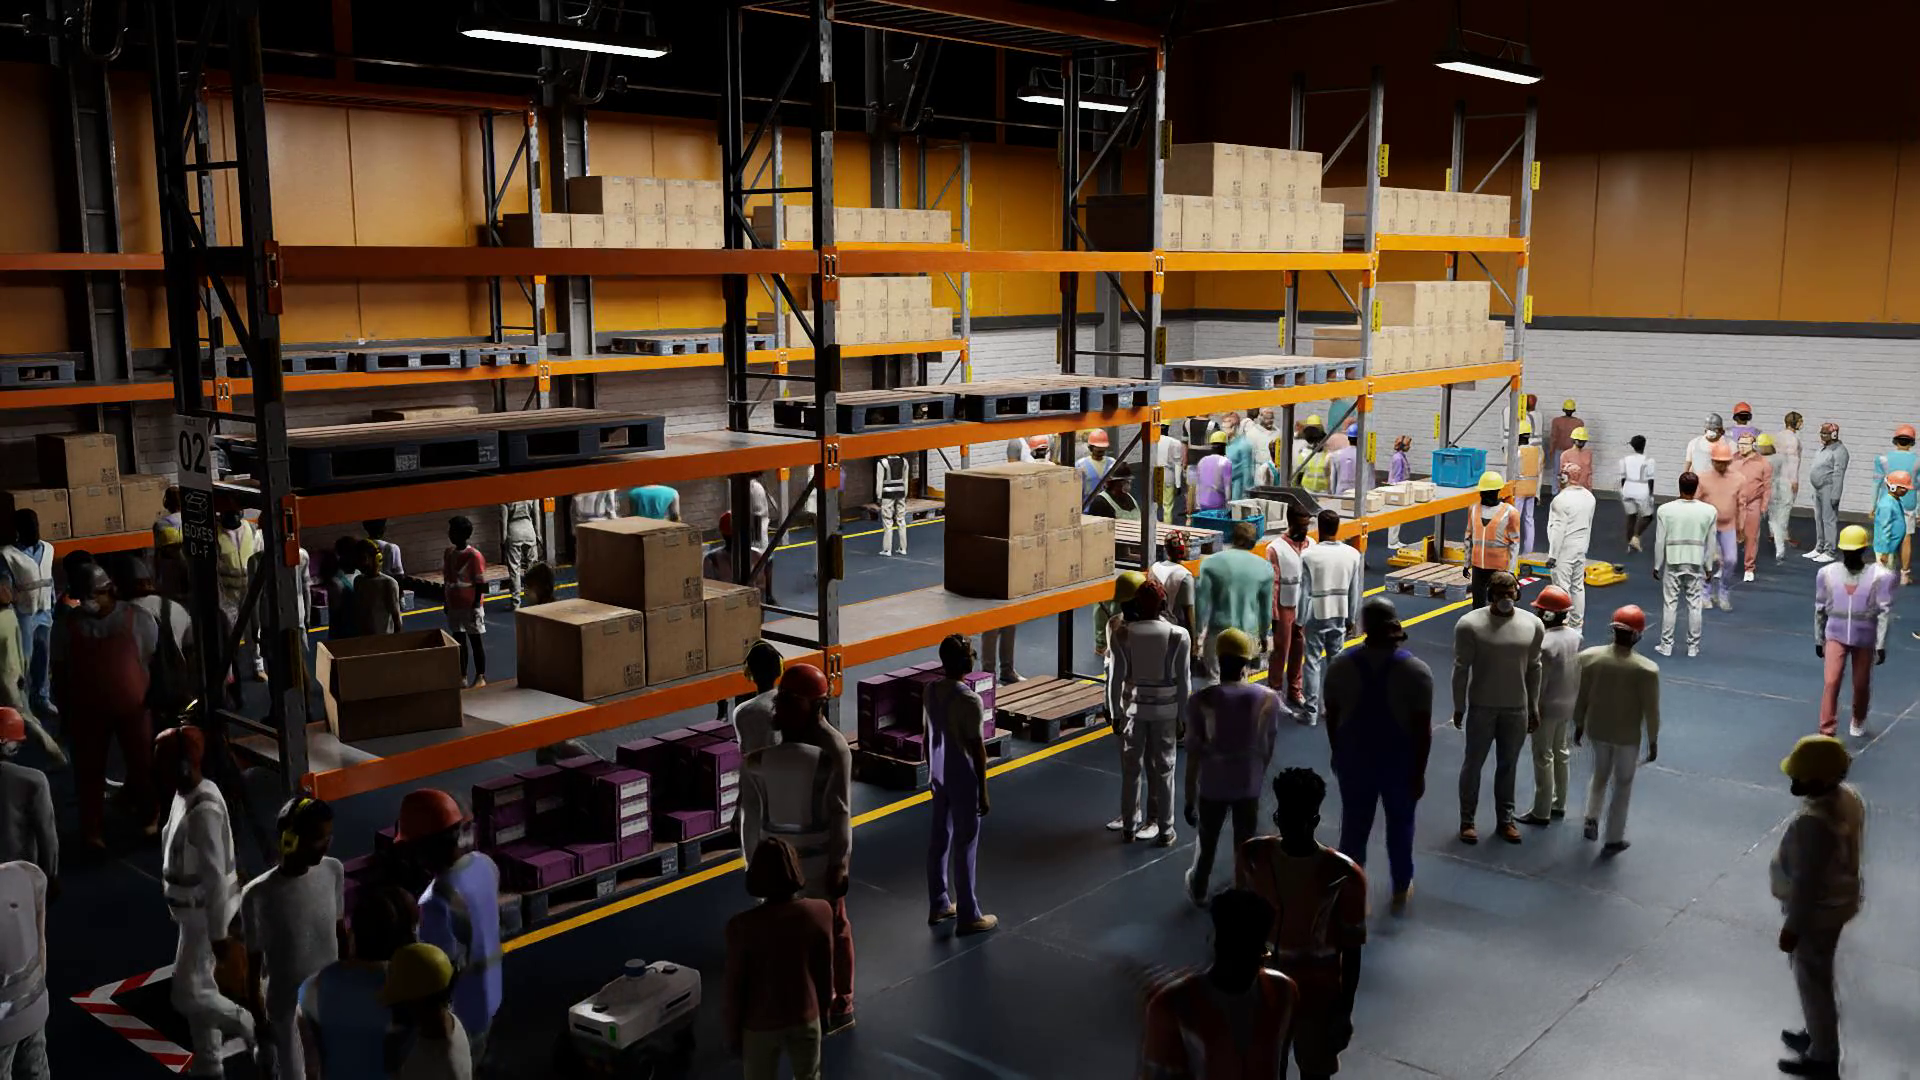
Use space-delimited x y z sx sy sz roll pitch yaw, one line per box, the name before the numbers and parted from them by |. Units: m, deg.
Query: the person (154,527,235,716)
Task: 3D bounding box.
person | -6.849 0.726 14.845 0.560 1.736 0.556 6 11 31

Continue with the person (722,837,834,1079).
person | -0.775 2.074 7.146 0.502 1.627 0.277 -5 11 -27

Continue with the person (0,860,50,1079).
person | -3.956 1.978 6.783 0.403 1.937 0.604 1 10 6

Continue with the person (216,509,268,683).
person | -6.949 0.491 15.988 0.628 1.836 0.430 -7 12 -38

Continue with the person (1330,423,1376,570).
person | 5.175 -0.563 21.920 0.605 1.948 0.384 6 11 31

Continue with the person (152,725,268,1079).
person | -3.644 1.796 8.062 0.502 1.870 0.589 -5 11 -28

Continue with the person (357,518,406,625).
person | -5.568 0.563 15.953 0.532 1.696 0.319 1 10 7

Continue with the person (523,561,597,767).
person | -2.930 1.084 12.163 0.607 1.922 0.637 -8 13 -41

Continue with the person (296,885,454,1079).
person | -2.107 2.164 6.029 0.655 1.826 0.645 3 10 19

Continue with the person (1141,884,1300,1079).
person | 0.903 2.124 6.008 0.623 1.917 1.026 -3 10 -15

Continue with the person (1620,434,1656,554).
person | 9.421 -0.628 23.110 0.376 1.669 0.559 -6 11 -30

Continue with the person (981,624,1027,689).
person | 0.421 0.466 15.893 0.409 1.910 0.651 8 12 39

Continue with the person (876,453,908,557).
person | -0.932 -0.584 23.003 0.509 1.629 0.315 -7 12 -37

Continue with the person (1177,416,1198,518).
person | 3.668 -1.302 26.404 0.386 1.929 0.543 -4 11 -25

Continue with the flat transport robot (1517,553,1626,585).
flat transport robot | 7.756 0.353 21.447 0.652 0.197 1.431 -8 13 -41

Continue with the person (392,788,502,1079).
person | -2.059 1.962 6.969 0.571 1.906 0.555 2 10 11

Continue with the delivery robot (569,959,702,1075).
delivery robot | -1.626 2.355 8.371 0.477 0.478 0.707 6 11 31

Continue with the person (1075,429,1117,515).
person | 1.681 -0.353 20.437 0.608 2.033 0.427 -3 10 -18

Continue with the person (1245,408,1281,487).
person | 4.571 -1.036 24.920 0.648 1.896 0.400 -6 11 -30

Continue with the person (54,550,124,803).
person | -6.606 1.021 12.555 0.391 1.919 0.590 -2 10 -13

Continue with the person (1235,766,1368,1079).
person | 1.408 1.913 7.081 0.606 1.967 0.367 6 11 32

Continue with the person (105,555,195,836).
person | -5.912 1.072 11.883 1.022 2.000 0.697 3 10 19

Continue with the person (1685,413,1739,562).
person | 10.180 -0.726 22.619 0.681 2.000 0.535 8 12 40

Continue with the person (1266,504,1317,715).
person | 2.983 0.614 15.024 0.597 1.909 0.405 -7 12 -36

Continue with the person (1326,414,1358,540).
person | 5.536 -0.868 23.965 0.770 1.885 0.642 -8 12 -38

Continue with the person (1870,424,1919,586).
person | 11.826 -0.448 20.959 0.614 2.040 0.394 6 11 32

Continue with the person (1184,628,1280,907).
person | 1.623 1.463 10.069 0.583 1.863 1.030 0 10 -1

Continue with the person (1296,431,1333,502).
person | 5.086 -0.748 23.809 0.588 1.675 0.423 2 10 14

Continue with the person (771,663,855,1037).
person | -0.784 1.619 8.794 0.408 1.986 0.617 -6 11 -33

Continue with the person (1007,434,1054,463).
person | 1.014 -0.830 23.241 0.690 2.000 0.541 -3 10 -16

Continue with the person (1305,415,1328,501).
person | 5.422 -1.050 25.478 0.483 1.737 0.320 -6 11 -34

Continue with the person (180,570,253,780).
person | -5.638 1.078 12.519 0.558 1.832 0.779 3 10 18

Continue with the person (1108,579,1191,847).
person | 1.321 1.203 11.593 0.575 1.880 0.359 3 10 15

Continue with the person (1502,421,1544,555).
person | 7.593 -0.643 22.510 0.588 1.917 0.400 -3 10 -20

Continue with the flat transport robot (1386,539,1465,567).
flat transport robot | 6.395 0.182 22.472 0.652 0.197 1.431 8 13 40

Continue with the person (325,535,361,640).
person | -5.008 0.868 13.687 0.328 1.842 0.516 0 10 3

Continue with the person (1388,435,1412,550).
person | 6.207 -0.672 23.523 0.319 1.631 0.524 3 10 16

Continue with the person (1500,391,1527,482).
person | 9.520 -1.642 28.553 0.355 1.885 0.576 -5 11 -29

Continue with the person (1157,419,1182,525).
person | 2.876 -0.839 23.667 0.586 1.918 0.396 5 11 27

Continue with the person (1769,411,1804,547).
person | 11.863 -0.878 23.834 0.372 1.940 0.632 1 10 7

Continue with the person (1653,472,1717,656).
person | 7.460 0.251 17.153 0.593 1.920 0.391 2 10 12

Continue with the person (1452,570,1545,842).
person | 3.759 1.162 11.649 0.637 1.938 0.357 0 10 -1

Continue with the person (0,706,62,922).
person | -5.102 1.742 8.804 0.676 1.719 0.539 -2 10 -12

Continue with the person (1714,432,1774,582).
person | 9.974 -0.424 21.216 0.651 1.906 0.403 7 12 37
